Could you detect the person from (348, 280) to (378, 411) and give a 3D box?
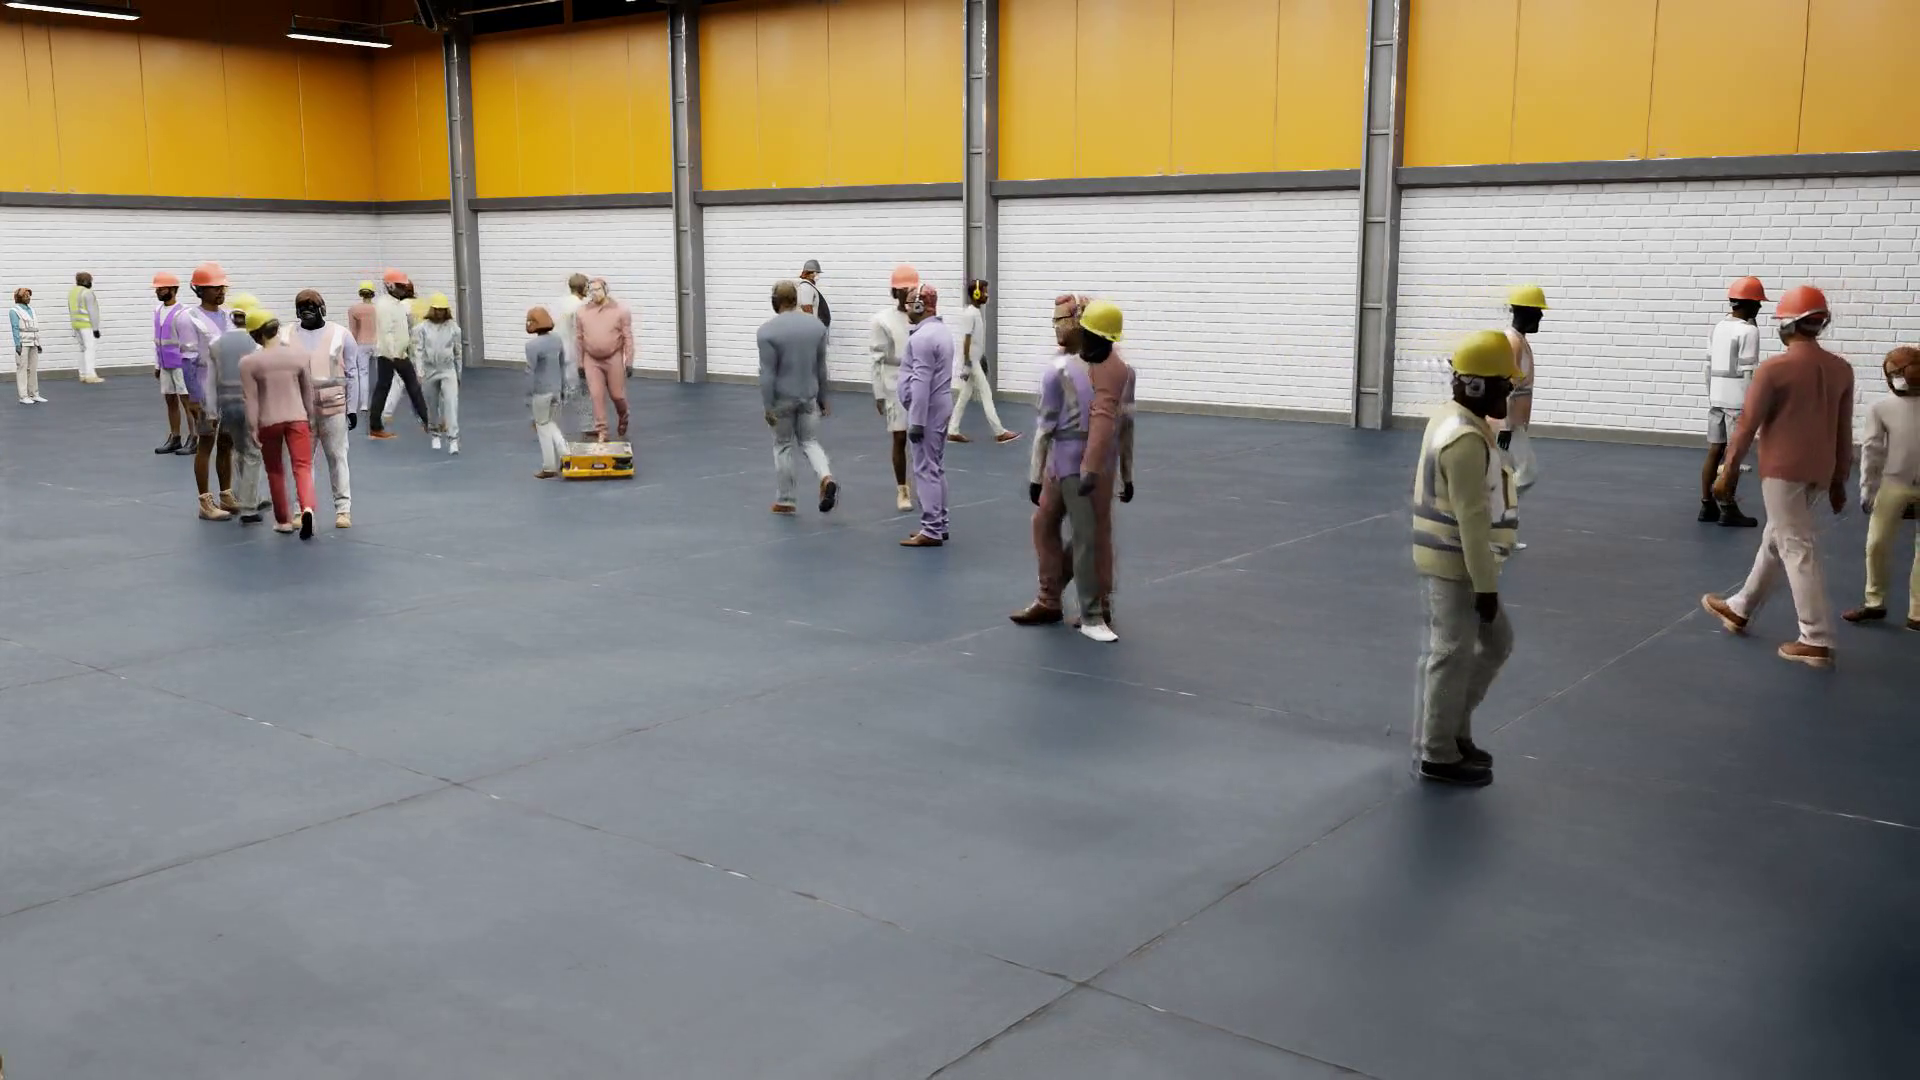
[{"bbox_3d":[-7.944,-2.612,22.412,0.524,1.769,0.308,-3,10,-17],"label":"person"}]

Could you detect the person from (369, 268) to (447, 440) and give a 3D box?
[{"bbox_3d":[-6.312,-2.098,18.881,0.993,1.943,0.656,1,10,4],"label":"person"}]

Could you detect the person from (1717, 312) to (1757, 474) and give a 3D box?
[{"bbox_3d":[7.497,-1.556,16.030,0.507,1.847,0.351,-8,12,-38],"label":"person"}]

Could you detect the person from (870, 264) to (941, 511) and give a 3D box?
[{"bbox_3d":[-0.416,-1.223,13.574,0.623,2.020,0.579,-1,10,-8],"label":"person"}]

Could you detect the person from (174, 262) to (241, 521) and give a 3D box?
[{"bbox_3d":[-5.927,-1.183,13.283,0.374,2.044,0.605,3,10,16],"label":"person"}]

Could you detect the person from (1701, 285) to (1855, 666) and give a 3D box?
[{"bbox_3d":[4.334,-0.366,8.816,0.612,1.938,1.019,-4,11,-22],"label":"person"}]

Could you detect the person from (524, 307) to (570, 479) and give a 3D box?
[{"bbox_3d":[-3.901,-1.373,15.592,0.346,1.618,0.533,4,11,24],"label":"person"}]

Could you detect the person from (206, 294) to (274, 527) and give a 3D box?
[{"bbox_3d":[-5.542,-1.029,13.106,0.593,1.795,0.840,1,10,6],"label":"person"}]

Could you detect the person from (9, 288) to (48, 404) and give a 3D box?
[{"bbox_3d":[-13.247,-2.754,23.609,0.306,1.639,0.521,1,10,4],"label":"person"}]

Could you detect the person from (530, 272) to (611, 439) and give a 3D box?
[{"bbox_3d":[-4.447,-2.072,18.848,0.863,1.913,0.631,-4,11,-23],"label":"person"}]

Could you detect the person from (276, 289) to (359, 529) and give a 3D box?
[{"bbox_3d":[-4.959,-1.003,12.825,0.626,1.844,0.429,-2,10,-11],"label":"person"}]

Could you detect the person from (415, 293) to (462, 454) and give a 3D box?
[{"bbox_3d":[-5.583,-1.793,17.840,0.490,1.701,0.884,-3,10,-19],"label":"person"}]

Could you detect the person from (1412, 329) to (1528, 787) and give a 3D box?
[{"bbox_3d":[2.018,0.088,6.539,0.477,1.816,0.630,2,10,14],"label":"person"}]

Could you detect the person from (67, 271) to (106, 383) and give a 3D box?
[{"bbox_3d":[-14.469,-3.524,27.539,0.629,1.842,0.429,7,12,34],"label":"person"}]

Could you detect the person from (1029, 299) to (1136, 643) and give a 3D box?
[{"bbox_3d":[0.666,-0.419,9.351,0.611,1.879,0.888,-5,11,-29],"label":"person"}]

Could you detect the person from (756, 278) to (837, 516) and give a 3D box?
[{"bbox_3d":[-1.287,-1.115,13.241,0.645,1.921,0.691,-7,12,-34],"label":"person"}]

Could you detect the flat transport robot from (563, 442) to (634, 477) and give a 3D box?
[{"bbox_3d":[-3.529,-0.796,16.184,0.652,0.197,1.431,-2,10,-12],"label":"flat transport robot"}]

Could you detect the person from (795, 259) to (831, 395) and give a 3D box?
[{"bbox_3d":[-2.225,-3.221,25.158,0.536,2.000,0.683,-1,10,-7],"label":"person"}]

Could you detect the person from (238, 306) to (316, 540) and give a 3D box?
[{"bbox_3d":[-5.020,-0.864,12.321,0.535,1.729,0.793,-6,12,-33],"label":"person"}]

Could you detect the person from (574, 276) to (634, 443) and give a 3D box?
[{"bbox_3d":[-3.963,-2.008,18.595,0.655,1.882,0.693,0,10,-2],"label":"person"}]

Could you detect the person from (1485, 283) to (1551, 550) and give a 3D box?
[{"bbox_3d":[3.926,-0.857,11.774,0.425,1.907,0.612,4,10,21],"label":"person"}]

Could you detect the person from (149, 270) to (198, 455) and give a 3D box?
[{"bbox_3d":[-8.294,-1.856,17.533,0.550,1.938,0.394,5,11,25],"label":"person"}]

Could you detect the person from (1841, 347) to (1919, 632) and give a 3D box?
[{"bbox_3d":[5.291,-0.269,9.256,0.596,1.602,0.352,5,11,25],"label":"person"}]

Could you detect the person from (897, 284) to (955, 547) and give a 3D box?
[{"bbox_3d":[-0.257,-0.902,12.080,0.399,1.900,0.658,2,10,12],"label":"person"}]

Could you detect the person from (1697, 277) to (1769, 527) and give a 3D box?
[{"bbox_3d":[6.044,-1.073,12.950,0.372,1.934,0.551,-2,10,-9],"label":"person"}]

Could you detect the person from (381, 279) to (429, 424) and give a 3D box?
[{"bbox_3d":[-6.921,-2.334,20.680,0.889,1.804,0.635,4,10,20],"label":"person"}]

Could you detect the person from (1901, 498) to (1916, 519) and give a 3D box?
[{"bbox_3d":[7.934,-1.092,13.193,0.958,1.904,0.568,1,10,6],"label":"person"}]

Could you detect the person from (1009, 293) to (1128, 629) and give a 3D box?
[{"bbox_3d":[0.620,-0.427,9.349,0.600,1.888,0.679,-7,12,-35],"label":"person"}]

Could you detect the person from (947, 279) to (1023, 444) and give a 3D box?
[{"bbox_3d":[0.258,-1.974,18.527,0.880,1.829,0.555,0,10,1],"label":"person"}]
